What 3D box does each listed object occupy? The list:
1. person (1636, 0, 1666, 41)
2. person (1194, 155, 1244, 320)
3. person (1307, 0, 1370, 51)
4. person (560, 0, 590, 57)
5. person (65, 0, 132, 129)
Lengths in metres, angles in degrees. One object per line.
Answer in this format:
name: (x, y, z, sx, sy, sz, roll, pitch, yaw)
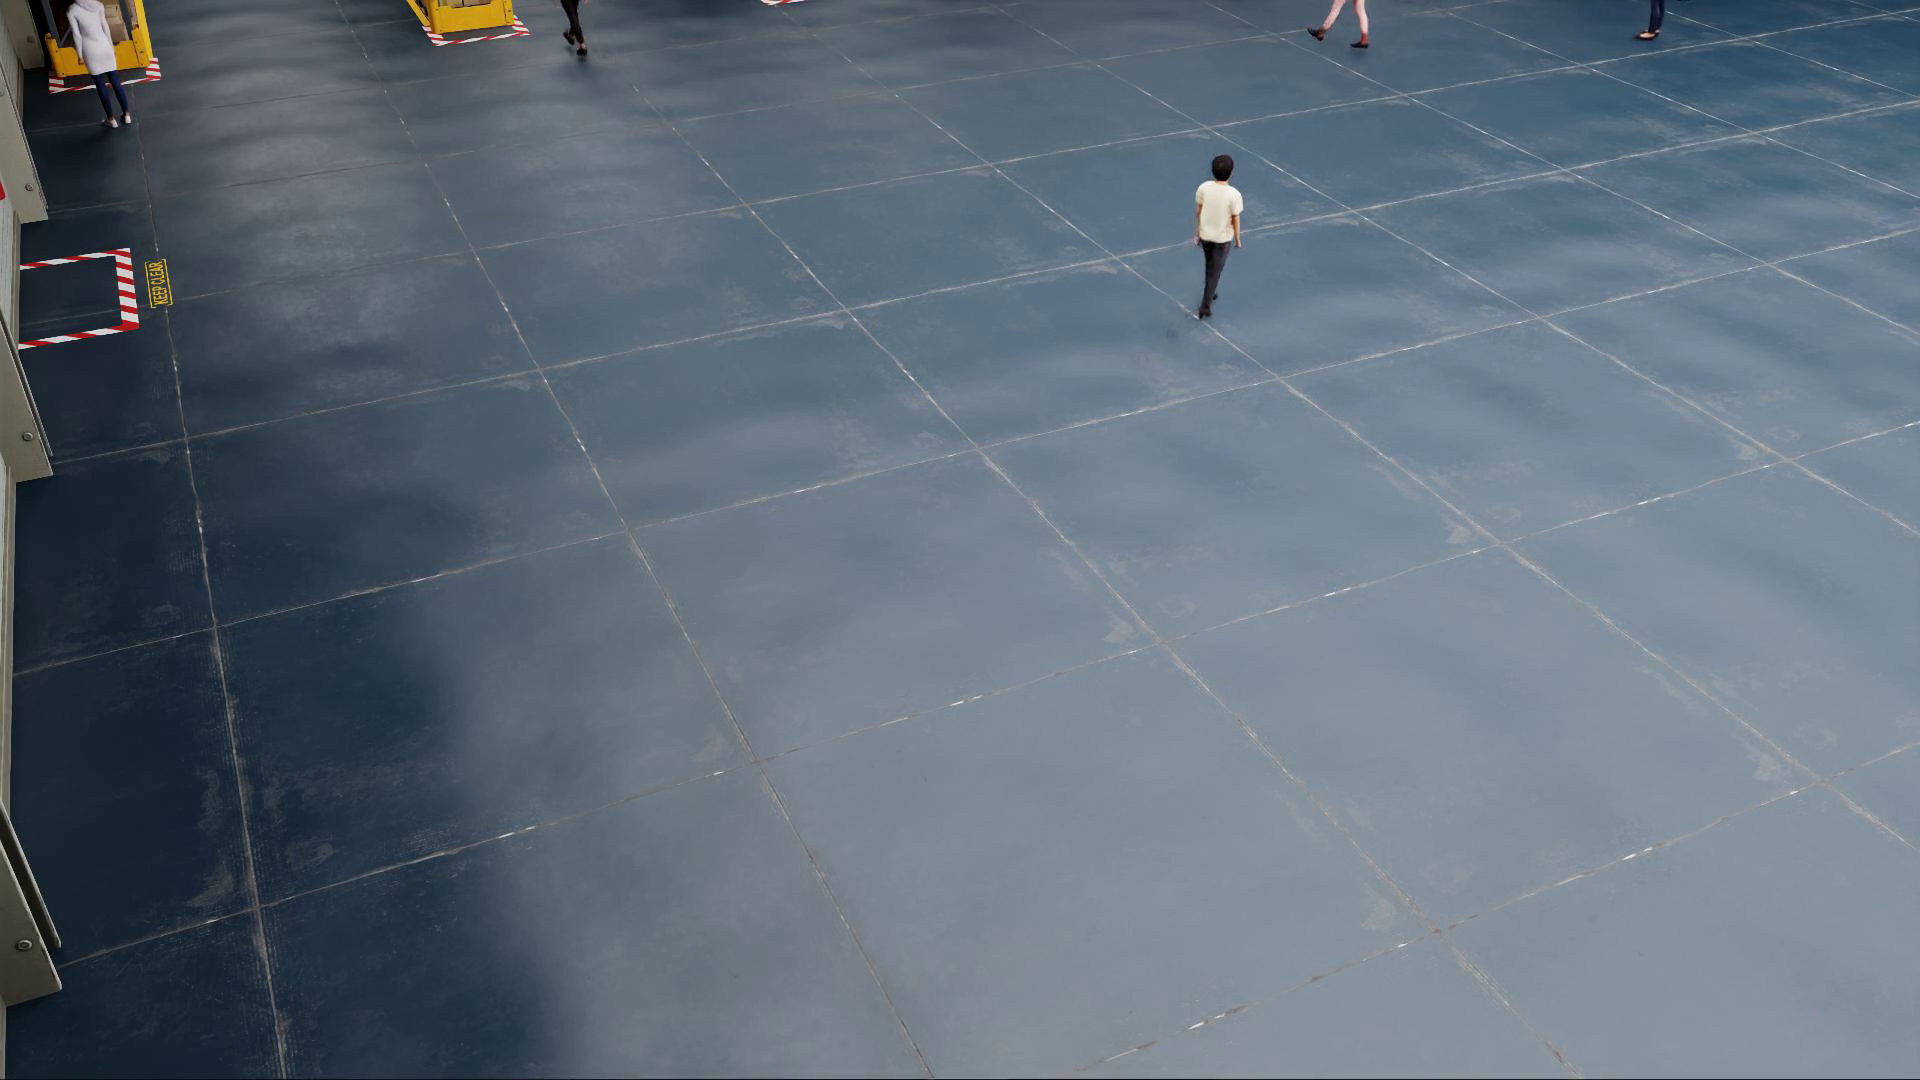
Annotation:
person: (9.857, -7.912, 23.323, 0.640, 1.722, 0.648, 25, 41, 33)
person: (2.372, -2.814, 15.622, 0.823, 1.571, 0.851, 21, 38, 29)
person: (5.484, -7.567, 22.833, 1.227, 1.676, 0.984, 23, 39, 31)
person: (-5.282, -7.421, 22.626, 0.728, 1.659, 1.210, -20, 38, -28)
person: (-10.482, -5.920, 20.210, 0.658, 1.776, 0.679, 27, 42, 35)
